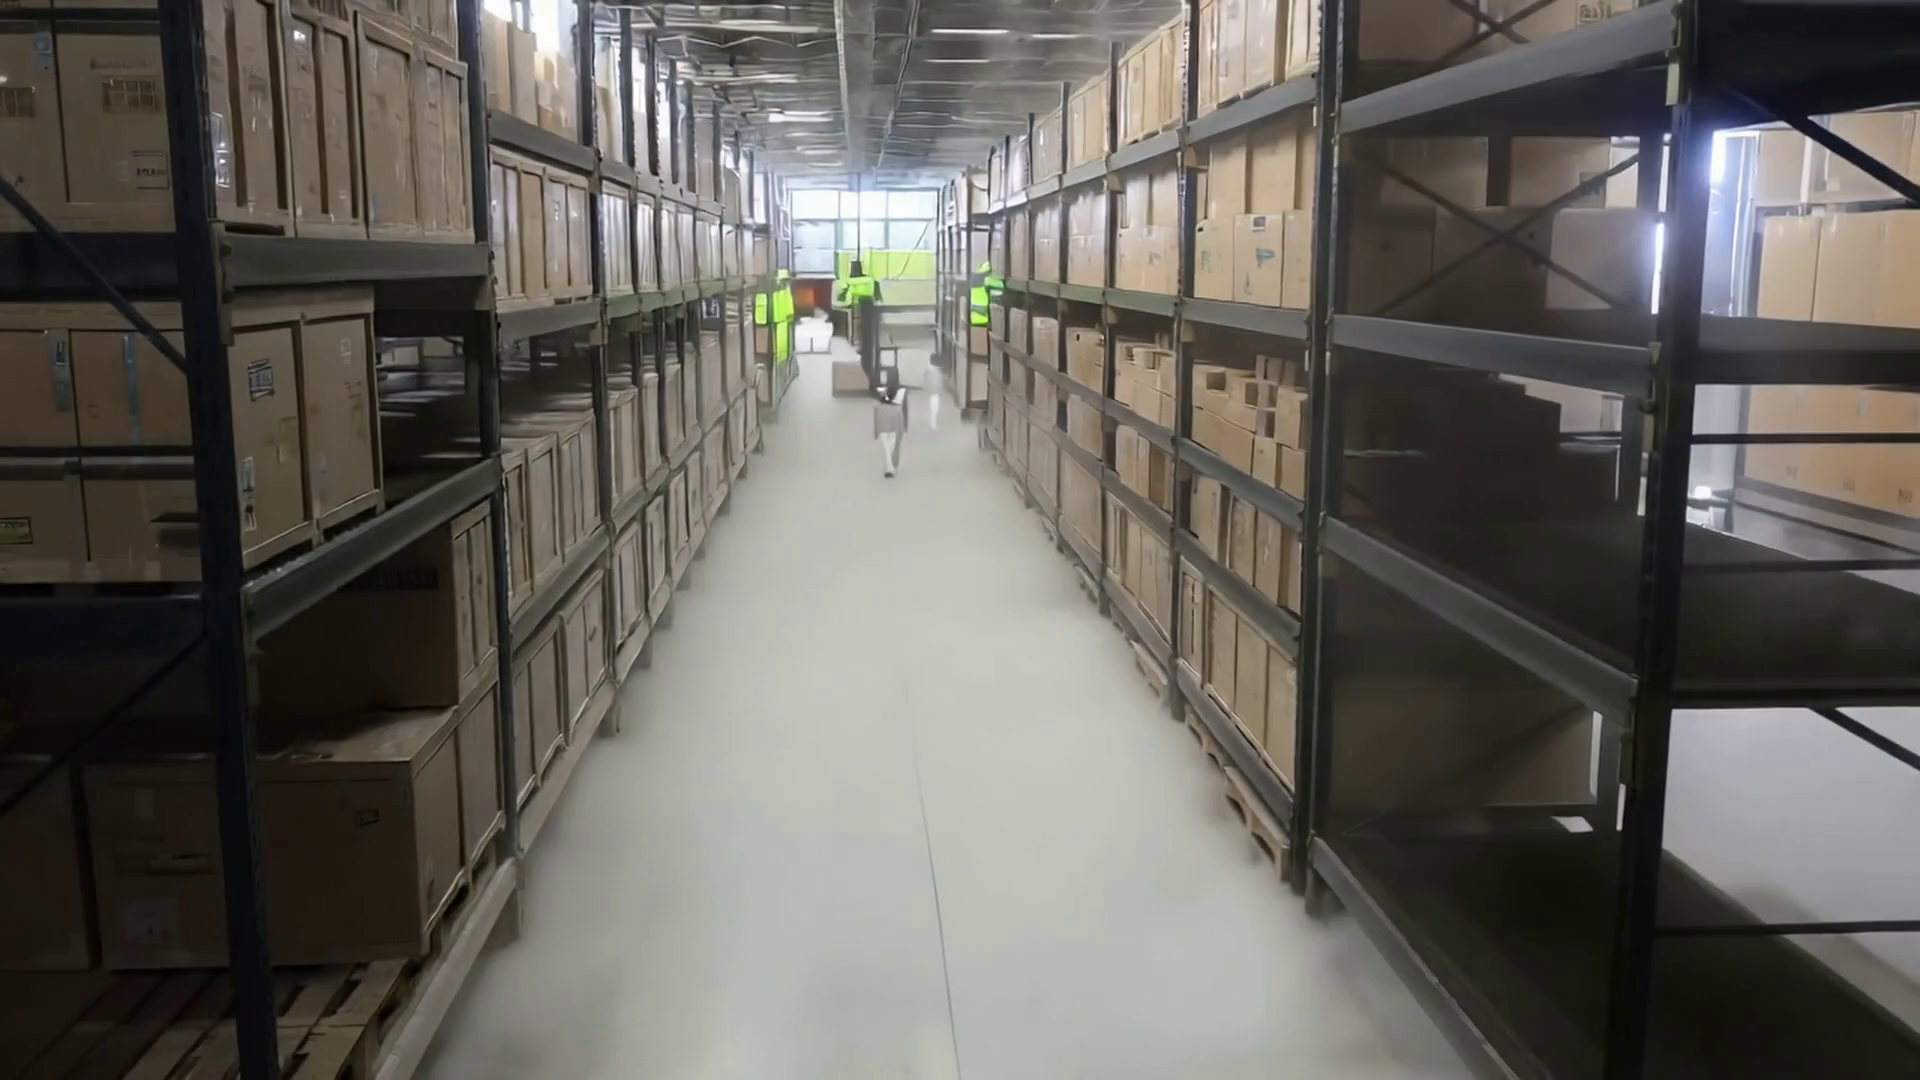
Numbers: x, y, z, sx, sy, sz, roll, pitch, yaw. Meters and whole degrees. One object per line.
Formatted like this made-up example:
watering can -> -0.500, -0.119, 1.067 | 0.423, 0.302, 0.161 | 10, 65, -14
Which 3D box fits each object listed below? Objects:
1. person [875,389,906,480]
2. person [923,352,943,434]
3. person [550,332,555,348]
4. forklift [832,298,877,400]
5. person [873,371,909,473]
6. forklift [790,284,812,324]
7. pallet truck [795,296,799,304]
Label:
person -> -1.208, -1.862, 29.383 | 0.515, 1.593, 0.813 | -4, 10, -25
person -> -0.584, -3.287, 37.255 | 0.438, 1.830, 0.630 | 1, 10, 4
person -> -10.786, -4.501, 43.925 | 0.626, 2.011, 0.694 | -1, 10, -4
forklift -> -2.632, -5.341, 46.371 | 1.873, 2.768, 1.129 | 0, 10, -1
person -> -1.256, -2.171, 30.481 | 0.611, 1.864, 1.022 | 2, 10, 14
forklift -> -7.279, -10.304, 76.020 | 1.129, 2.768, 1.873 | 2, 10, 11
pallet truck -> -8.622, -12.439, 91.403 | 1.885, 1.965, 0.823 | 2, 10, 13
